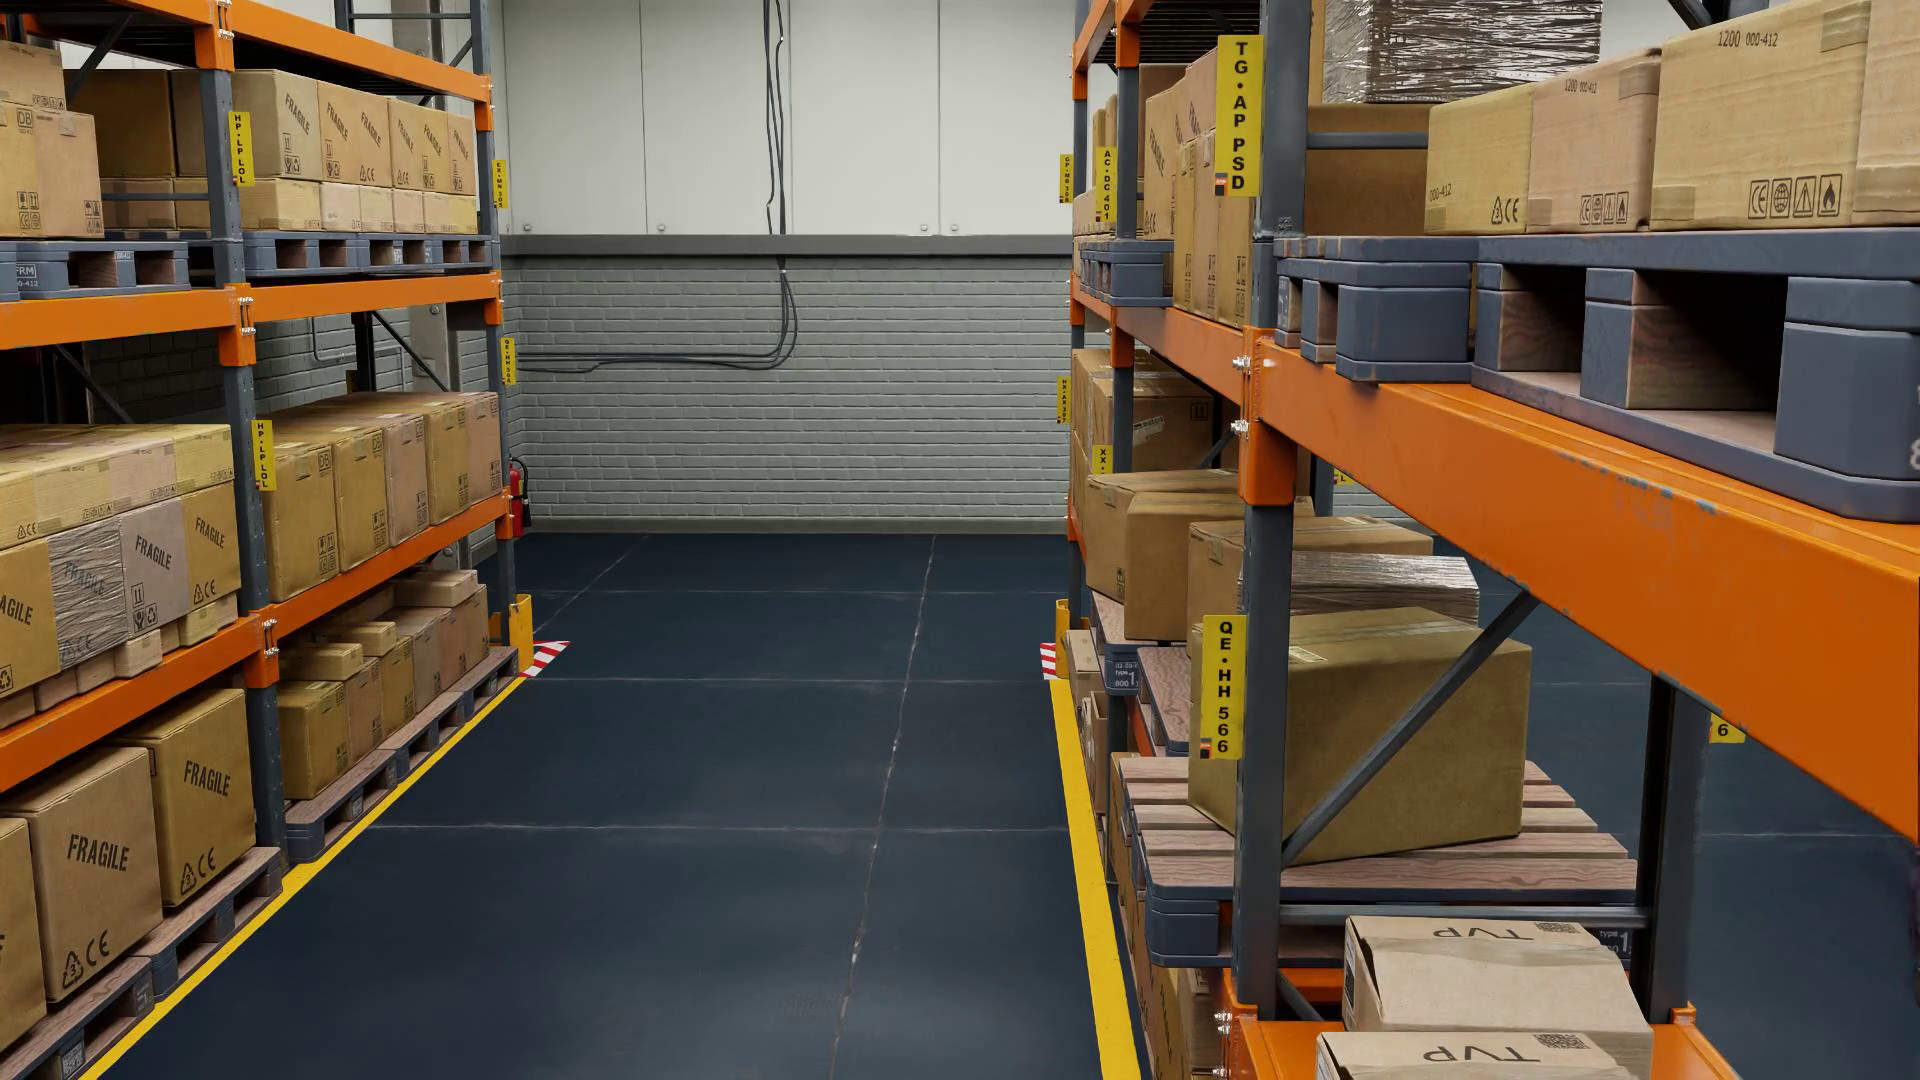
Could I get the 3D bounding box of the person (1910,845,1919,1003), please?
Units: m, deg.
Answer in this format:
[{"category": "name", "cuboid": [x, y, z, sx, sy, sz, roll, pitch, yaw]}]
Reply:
[{"category": "person", "cuboid": [3.080, 1.236, 4.814, 0.627, 1.912, 0.757, 2, 10, 13]}]
